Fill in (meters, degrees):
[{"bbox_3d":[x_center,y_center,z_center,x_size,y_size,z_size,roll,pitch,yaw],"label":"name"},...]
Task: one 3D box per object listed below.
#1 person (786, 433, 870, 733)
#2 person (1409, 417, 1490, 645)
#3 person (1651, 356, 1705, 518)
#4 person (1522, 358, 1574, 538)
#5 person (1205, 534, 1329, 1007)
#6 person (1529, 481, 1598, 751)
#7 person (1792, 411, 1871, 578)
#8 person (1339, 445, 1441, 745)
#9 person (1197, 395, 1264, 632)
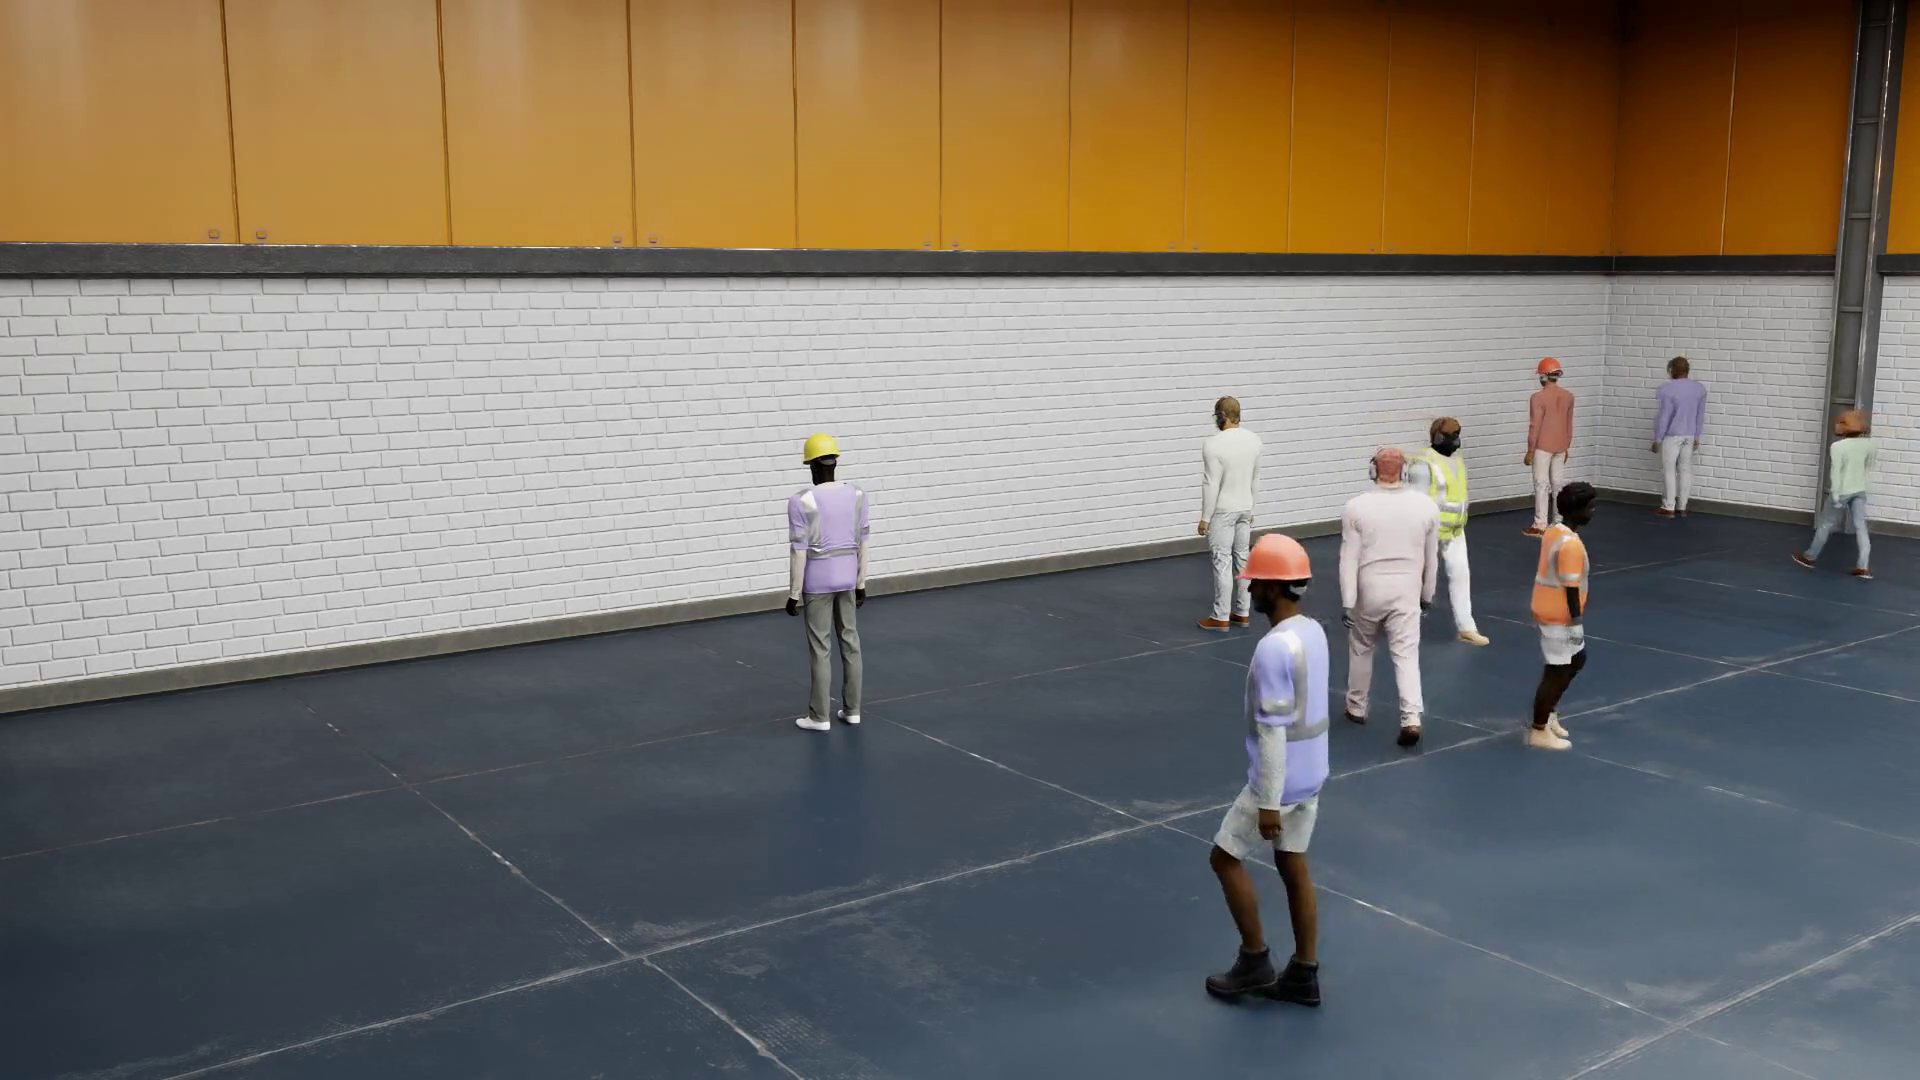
[{"bbox_3d":[-0.856,0.275,10.665,0.585,1.918,0.379,-7,11,-35],"label":"person"},{"bbox_3d":[3.798,-0.093,13.315,0.634,1.802,0.935,-7,12,-38],"label":"person"},{"bbox_3d":[8.573,-1.216,19.868,0.669,1.926,0.399,-4,10,-21],"label":"person"},{"bbox_3d":[6.508,-1.023,18.442,0.622,1.989,0.402,-5,10,-26],"label":"person"},{"bbox_3d":[1.220,0.926,6.657,0.604,1.913,0.568,6,11,32],"label":"person"},{"bbox_3d":[3.704,0.470,10.185,0.417,1.676,0.555,1,9,7],"label":"person"},{"bbox_3d":[8.589,-0.461,16.214,0.507,1.593,0.850,-2,10,-14],"label":"person"},{"bbox_3d":[2.704,0.333,10.500,0.645,1.863,0.983,0,9,0],"label":"person"},{"bbox_3d":[2.198,-0.216,13.643,0.629,1.936,0.373,-7,12,-37],"label":"person"}]
